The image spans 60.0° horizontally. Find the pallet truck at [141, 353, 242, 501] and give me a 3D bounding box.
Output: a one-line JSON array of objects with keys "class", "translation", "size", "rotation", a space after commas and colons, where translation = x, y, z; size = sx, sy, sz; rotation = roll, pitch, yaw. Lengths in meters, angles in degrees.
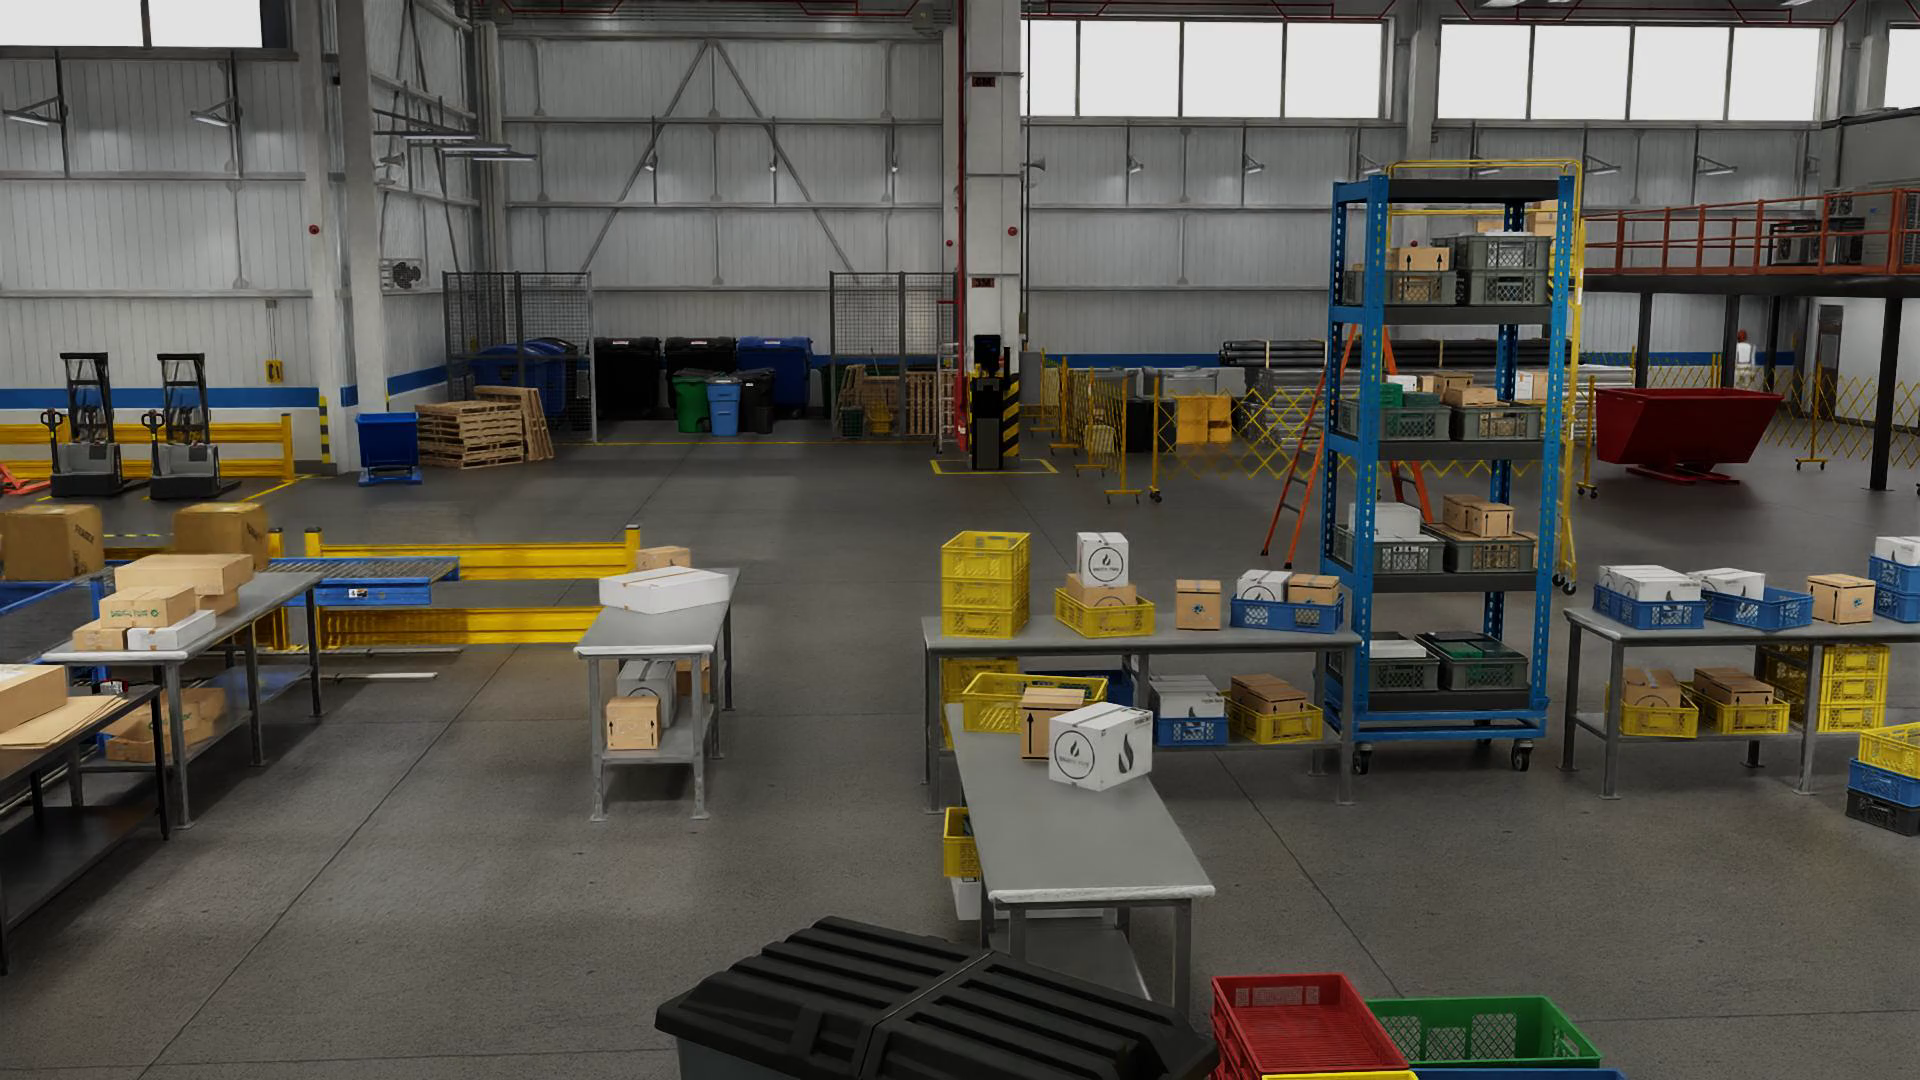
[{"class": "pallet truck", "translation": [-10.520, -1.604, 22.925], "size": [0.823, 1.965, 1.885], "rotation": [-1, 9, -6]}]

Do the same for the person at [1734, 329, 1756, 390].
[{"class": "person", "translation": [16.672, -3.552, 35.513], "size": [0.583, 1.882, 0.338], "rotation": [0, 9, 0]}]

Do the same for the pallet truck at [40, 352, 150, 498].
[{"class": "pallet truck", "translation": [-11.907, -1.642, 23.165], "size": [0.823, 1.965, 1.885], "rotation": [0, 9, 0]}]

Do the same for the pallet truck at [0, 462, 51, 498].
[{"class": "pallet truck", "translation": [-13.193, -1.293, 23.148], "size": [0.653, 1.274, 1.630], "rotation": [-1, 9, -4]}]
